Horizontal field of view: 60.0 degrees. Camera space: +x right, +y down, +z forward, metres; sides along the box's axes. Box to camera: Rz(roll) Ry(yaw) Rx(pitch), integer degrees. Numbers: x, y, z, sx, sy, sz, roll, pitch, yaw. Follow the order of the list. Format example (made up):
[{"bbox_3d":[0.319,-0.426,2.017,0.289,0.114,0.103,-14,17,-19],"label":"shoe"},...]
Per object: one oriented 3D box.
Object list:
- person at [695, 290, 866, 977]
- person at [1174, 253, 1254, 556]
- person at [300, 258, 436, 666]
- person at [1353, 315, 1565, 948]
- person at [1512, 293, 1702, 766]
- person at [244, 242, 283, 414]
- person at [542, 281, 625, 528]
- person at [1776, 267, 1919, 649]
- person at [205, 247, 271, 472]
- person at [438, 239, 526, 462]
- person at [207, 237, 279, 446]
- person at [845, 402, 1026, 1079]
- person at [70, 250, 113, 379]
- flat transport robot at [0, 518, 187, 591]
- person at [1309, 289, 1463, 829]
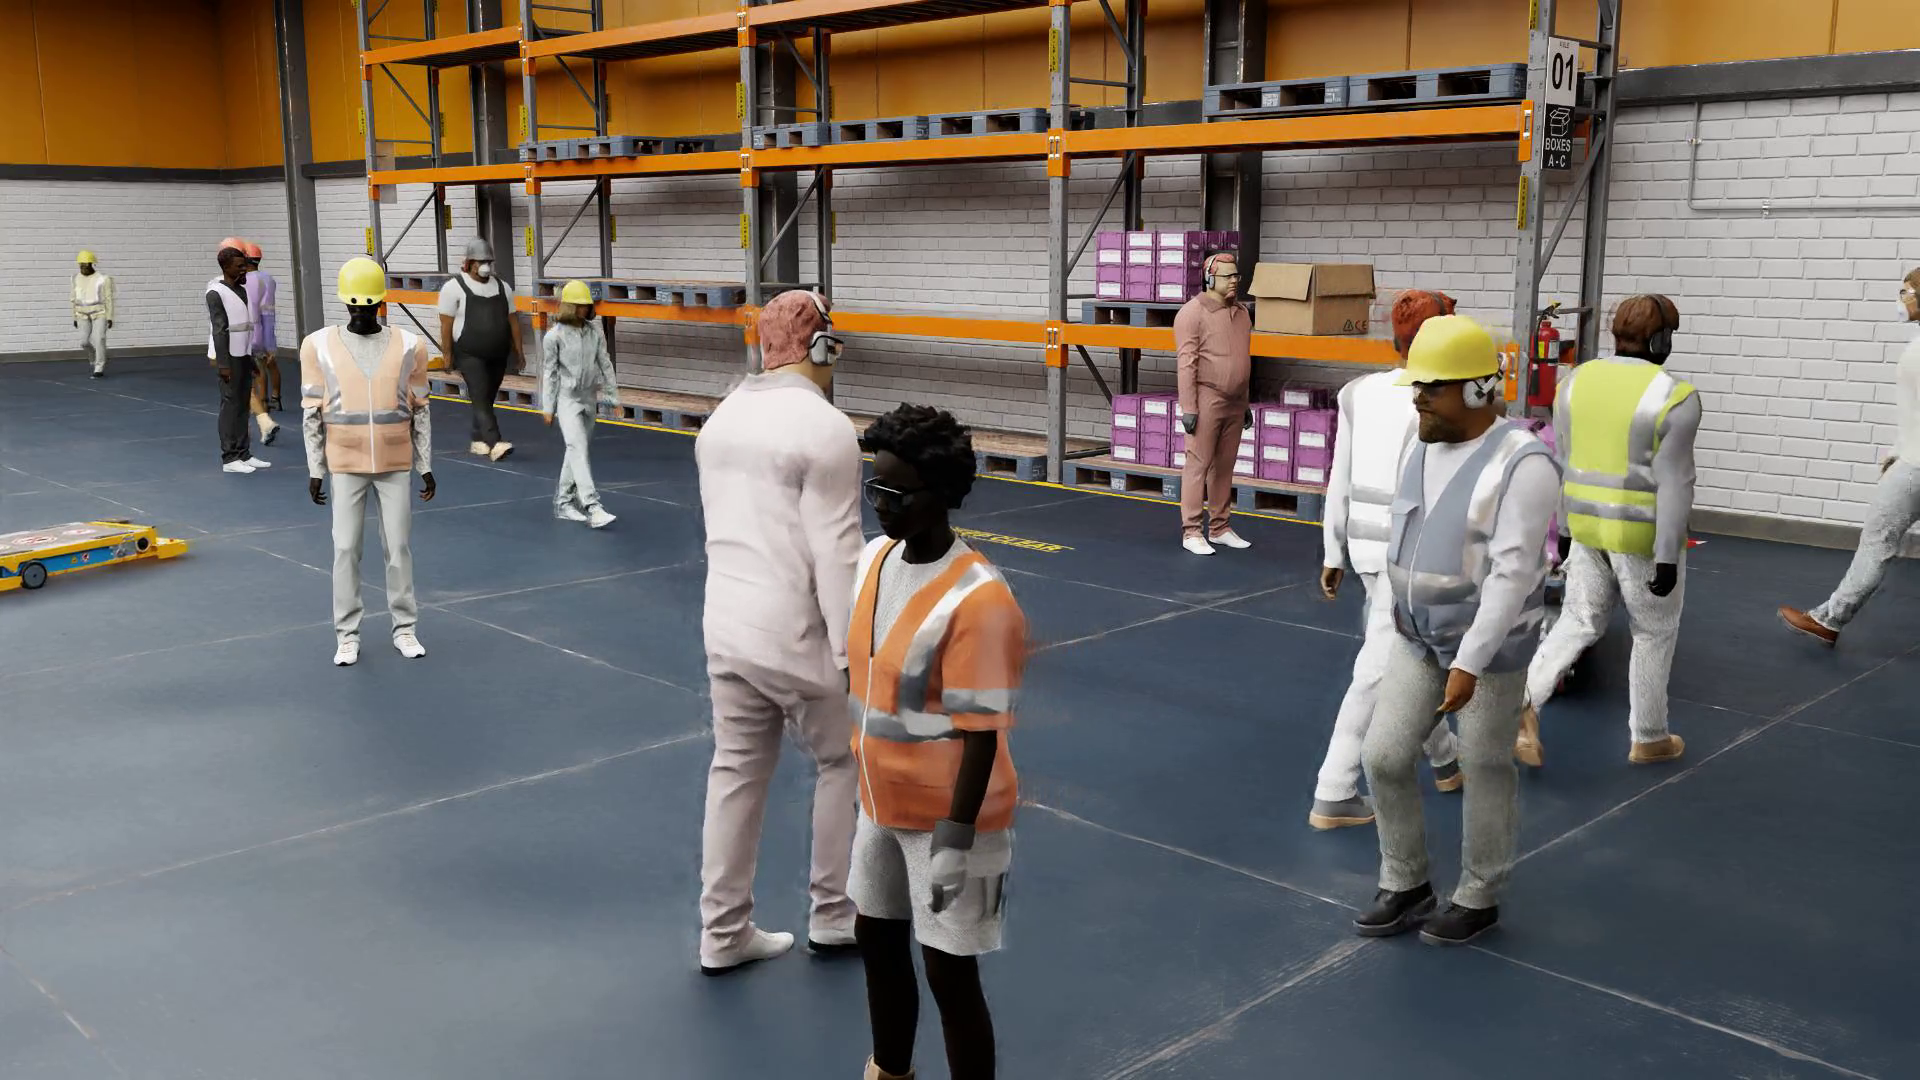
[{"bbox_3d":[-0.442,0.259,4.598,0.729,1.870,0.674,-9,14,-40],"label":"person"},{"bbox_3d":[1.652,-0.866,10.635,0.643,1.908,0.408,-9,14,-41],"label":"person"},{"bbox_3d":[-2.789,-0.367,7.886,0.585,1.917,0.382,-5,11,-25],"label":"person"},{"bbox_3d":[1.356,0.284,4.637,0.556,1.802,0.583,-6,12,-29],"label":"person"},{"bbox_3d":[2.438,-0.014,6.241,0.815,1.816,0.626,-6,12,-30],"label":"person"},{"bbox_3d":[-8.003,-2.403,18.926,0.376,1.939,0.547,3,11,15],"label":"person"},{"bbox_3d":[-2.592,-0.933,11.559,0.871,1.704,0.508,7,13,35],"label":"person"},{"bbox_3d":[4.533,-0.363,7.926,0.640,1.889,0.990,-10,14,-42],"label":"person"},{"bbox_3d":[-6.238,-1.546,14.308,0.391,1.920,0.587,0,10,1],"label":"person"},{"bbox_3d":[-4.272,-1.743,15.048,1.003,2.000,0.703,10,15,44],"label":"person"},{"bbox_3d":[-6.910,-1.911,16.062,0.950,2.015,0.616,7,12,33],"label":"person"},{"bbox_3d":[-0.075,0.555,3.464,0.346,1.693,0.551,-7,12,-32],"label":"person"},{"bbox_3d":[-12.251,-3.178,23.492,0.594,1.817,0.447,-1,10,-4],"label":"person"},{"bbox_3d":[-5.454,0.079,9.940,0.652,0.197,1.431,5,11,25],"label":"flat transport robot"},{"bbox_3d":[1.608,0.065,5.749,0.974,1.830,0.595,-6,12,-29],"label":"person"}]
